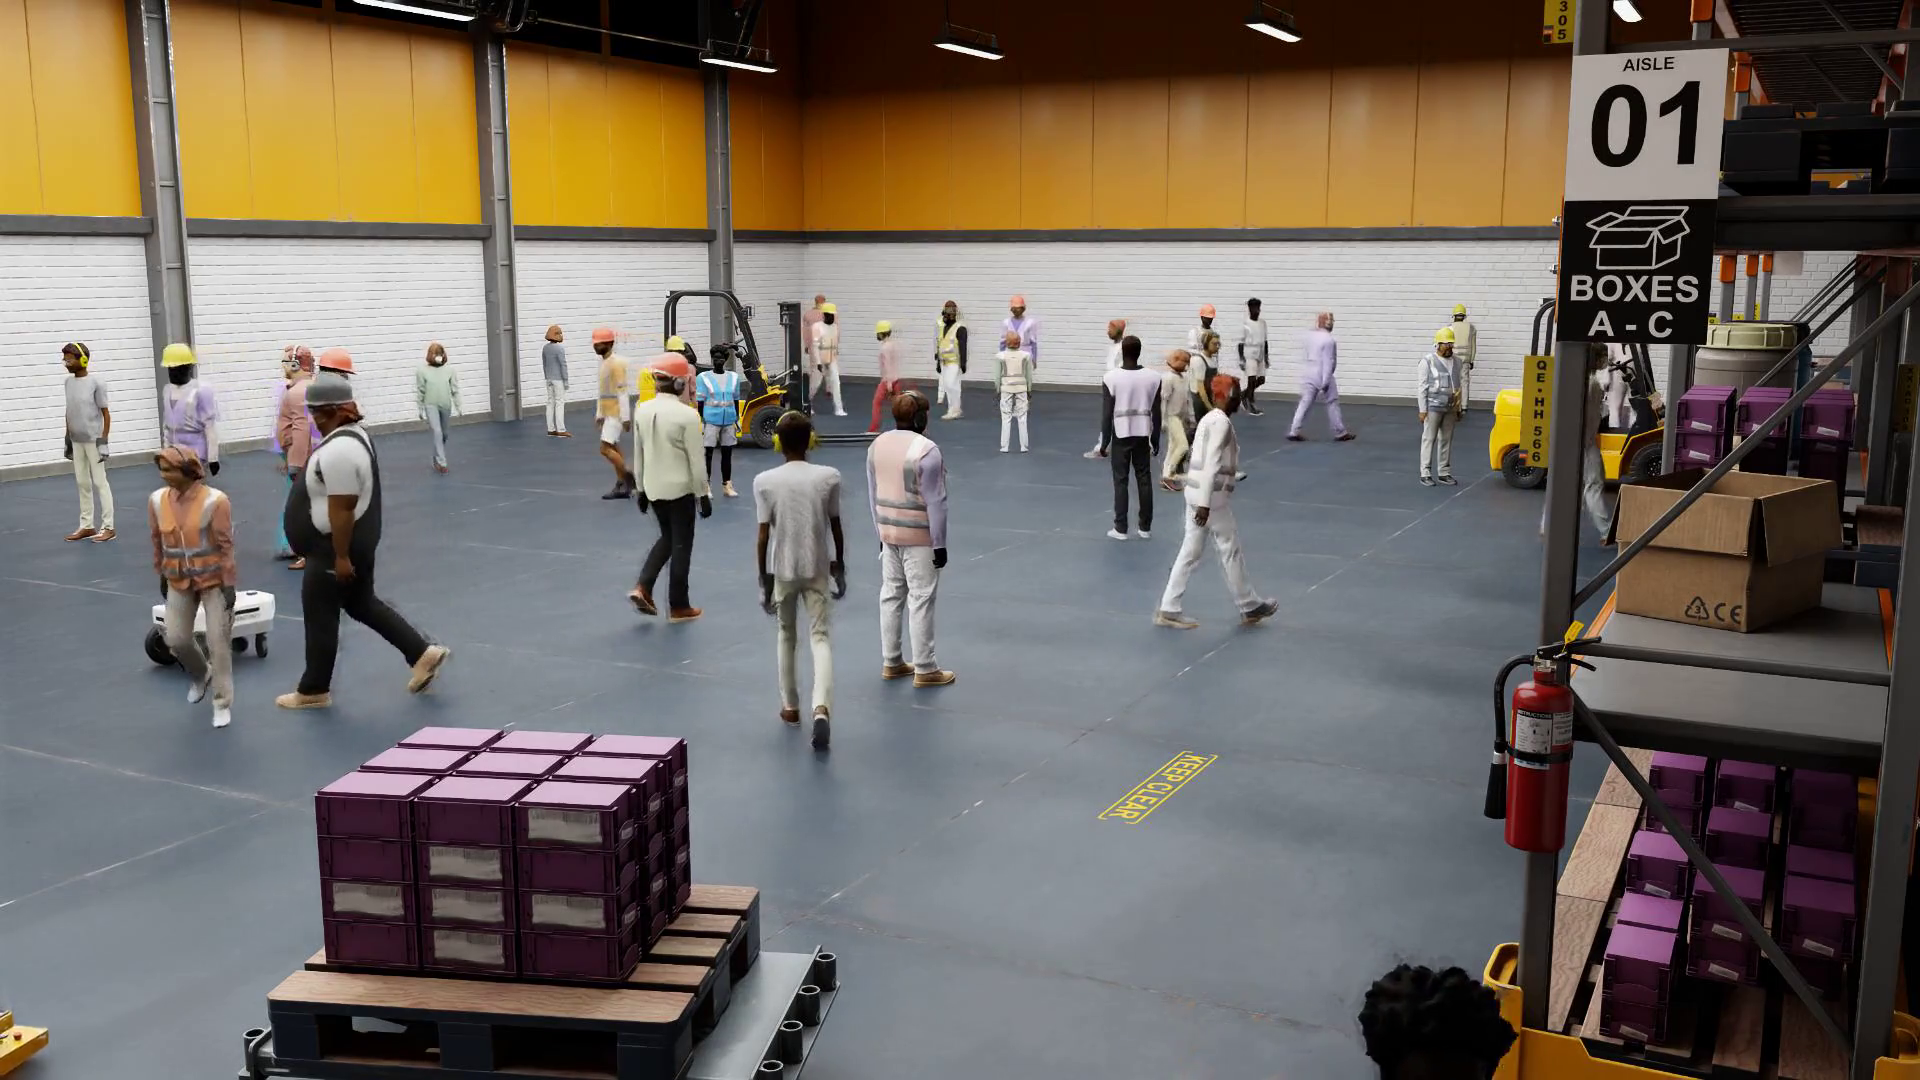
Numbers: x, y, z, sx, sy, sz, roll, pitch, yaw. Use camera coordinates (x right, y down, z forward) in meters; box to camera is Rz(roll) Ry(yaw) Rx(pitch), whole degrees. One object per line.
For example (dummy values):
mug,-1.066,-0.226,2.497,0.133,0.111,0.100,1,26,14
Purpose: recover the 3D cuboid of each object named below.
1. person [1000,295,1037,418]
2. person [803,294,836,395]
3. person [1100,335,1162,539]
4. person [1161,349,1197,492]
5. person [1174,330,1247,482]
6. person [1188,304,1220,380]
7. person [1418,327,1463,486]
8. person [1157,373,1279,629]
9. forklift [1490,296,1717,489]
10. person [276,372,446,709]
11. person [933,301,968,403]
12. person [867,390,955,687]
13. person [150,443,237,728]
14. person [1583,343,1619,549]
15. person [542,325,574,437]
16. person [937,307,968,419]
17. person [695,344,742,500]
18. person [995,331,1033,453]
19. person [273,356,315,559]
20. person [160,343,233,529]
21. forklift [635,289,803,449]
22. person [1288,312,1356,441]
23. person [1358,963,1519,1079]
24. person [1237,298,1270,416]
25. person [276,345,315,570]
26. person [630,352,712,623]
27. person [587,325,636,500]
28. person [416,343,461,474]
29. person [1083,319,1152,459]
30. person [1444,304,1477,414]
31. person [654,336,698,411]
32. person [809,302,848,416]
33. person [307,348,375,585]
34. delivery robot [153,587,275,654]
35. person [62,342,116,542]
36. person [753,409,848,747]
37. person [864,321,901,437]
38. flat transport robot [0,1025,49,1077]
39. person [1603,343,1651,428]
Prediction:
person,0.981,-3.027,27.373,0.619,2.014,0.947,4,11,21
person,-2.630,-3.687,31.469,0.648,1.904,0.401,1,10,8
person,1.613,-0.960,15.646,0.596,1.916,0.372,-2,10,-14
person,2.439,-1.338,18.673,0.395,1.614,0.503,5,11,27
person,2.866,-1.534,19.348,0.935,1.793,0.504,7,12,36
person,3.635,-2.521,24.629,0.551,1.933,0.370,-5,11,-27
person,5.574,-1.541,19.253,0.600,1.831,0.404,-4,11,-22
person,1.873,-0.272,11.929,0.946,1.820,0.651,-1,10,-7
forklift,7.296,-1.677,18.993,2.313,2.155,1.214,5,11,27
person,-3.596,-0.022,9.858,0.903,2.000,0.689,-1,10,-8
person,-0.162,-3.350,29.718,0.624,1.838,0.430,0,10,2
person,-0.292,-0.010,10.357,0.429,1.846,0.627,-10,14,-44
person,-4.346,0.242,9.541,0.513,1.624,0.482,0,10,-1
person,5.778,-0.872,15.165,0.837,1.901,0.654,3,10,16
person,-5.905,-2.321,24.344,0.500,1.633,0.282,8,13,39
person,-0.167,-2.837,26.778,0.484,1.825,0.662,-7,12,-35
person,-2.636,-1.290,18.190,0.533,1.698,0.322,-6,11,-31
person,0.724,-1.984,22.368,0.511,1.644,0.307,0,10,-3
person,-5.866,-0.750,14.759,0.428,1.805,0.692,-4,11,-22
person,-6.743,-0.773,14.579,0.599,1.908,0.465,6,12,32
forklift,-3.358,-2.392,23.136,2.313,2.155,1.214,-1,10,-5
person,5.157,-2.320,23.696,0.999,1.858,0.638,-4,11,-24
person,0.659,1.411,2.596,0.544,1.678,0.672,0,10,2
person,4.850,-3.054,27.658,0.631,1.950,0.658,-7,12,-34
person,-5.608,-0.706,14.206,0.409,1.907,0.649,-1,10,-7
person,-2.087,-0.365,12.016,0.627,1.977,0.471,7,12,36
person,-3.781,-1.368,18.013,0.462,1.921,0.544,-4,11,-24
person,-6.426,-1.632,20.471,0.505,1.601,0.801,-6,12,-32
person,2.116,-1.985,21.820,0.971,1.842,0.592,-2,10,-13
person,8.317,-3.019,27.809,0.588,1.834,0.403,0,10,-2
person,-3.351,-1.550,19.631,0.534,1.725,0.892,-7,12,-36
person,-2.262,-3.004,27.591,0.586,1.889,0.955,-9,13,-41
person,-4.991,-0.571,13.363,0.374,1.928,0.543,-9,13,-43
delivery robot,-4.876,0.494,10.898,0.477,0.478,0.707,8,13,38
person,-8.143,-0.906,15.491,0.519,1.865,0.326,3,10,19
person,-0.870,0.202,9.188,0.516,1.837,0.880,-1,10,-7
person,-0.987,-2.333,24.186,0.920,1.719,0.539,2,10,9
flat transport robot,-3.531,1.710,4.949,0.652,0.197,1.431,2,10,13
person,9.263,-2.226,23.040,0.673,1.888,0.654,1,10,4
